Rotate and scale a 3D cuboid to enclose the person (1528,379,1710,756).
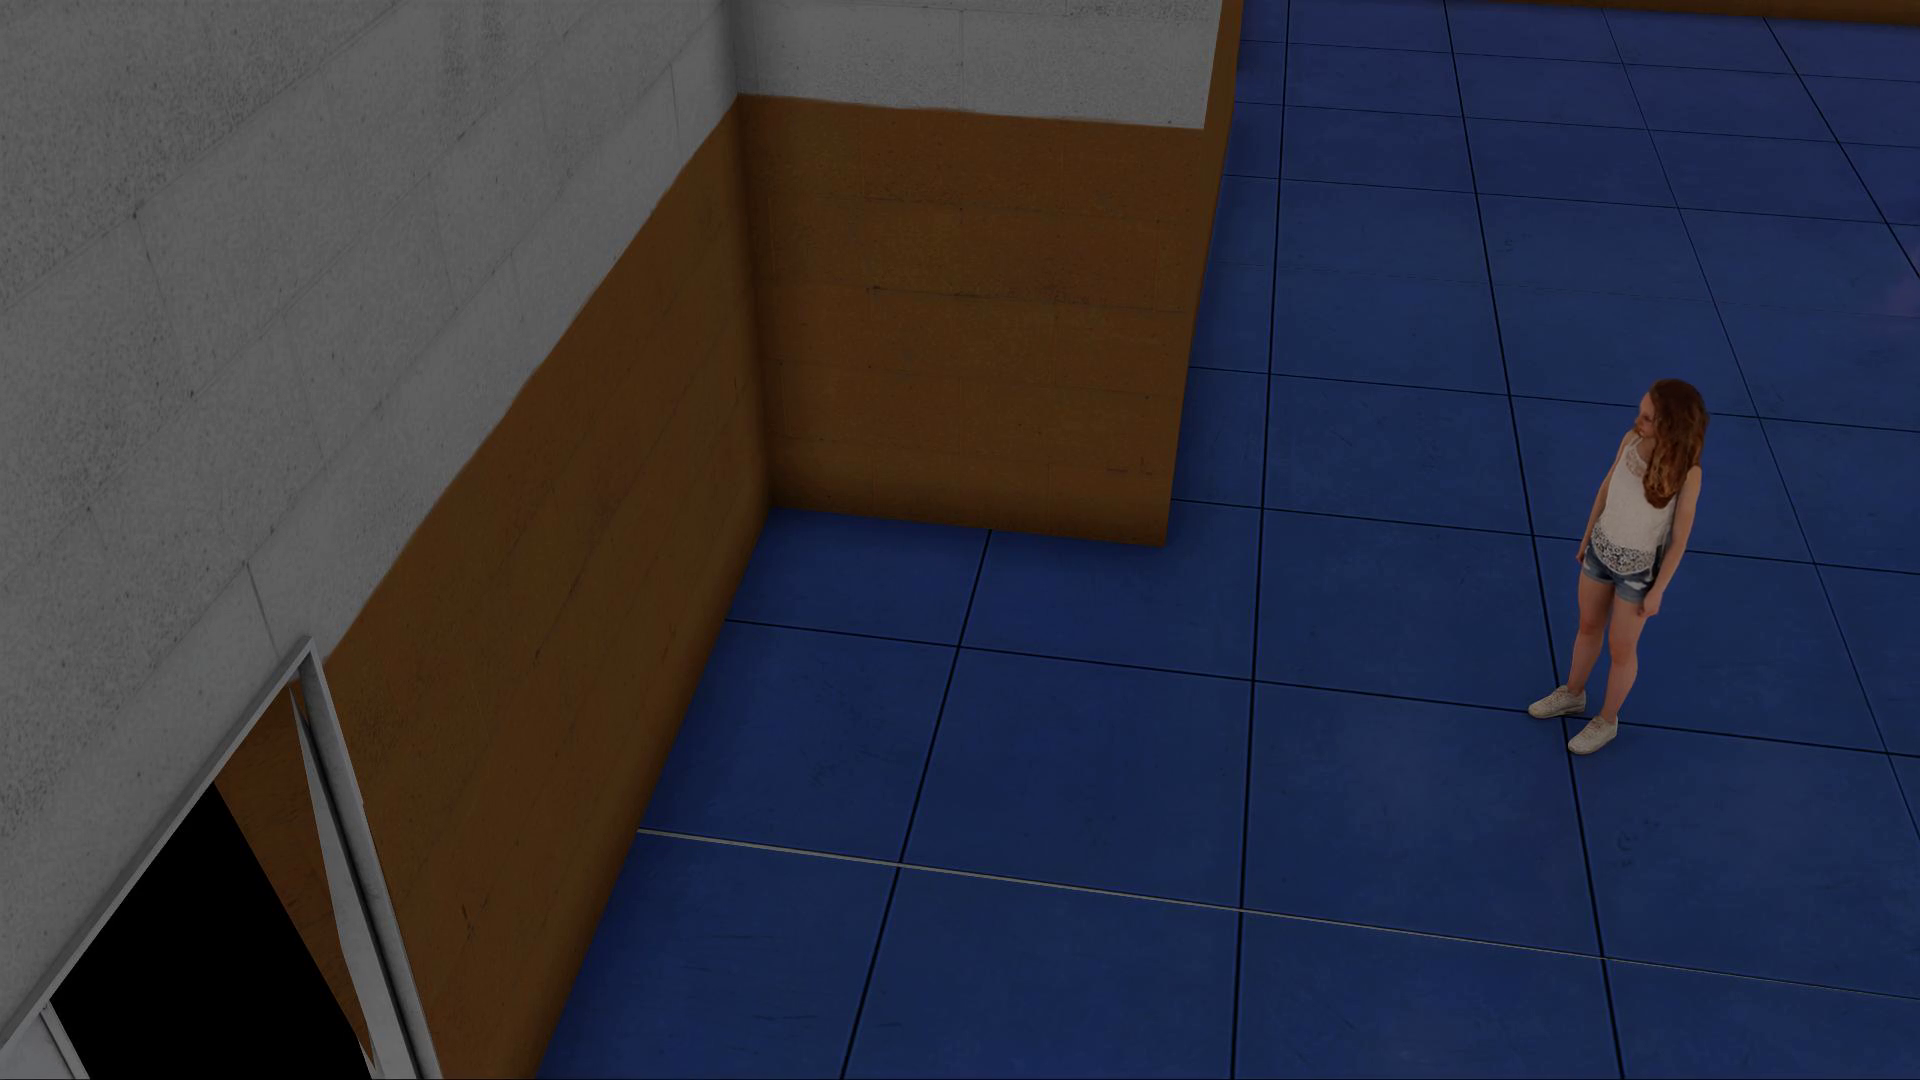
[{"bbox_3d":[2.670,0.110,6.645,0.684,1.753,0.662,-15,39,-19],"label":"person"}]
